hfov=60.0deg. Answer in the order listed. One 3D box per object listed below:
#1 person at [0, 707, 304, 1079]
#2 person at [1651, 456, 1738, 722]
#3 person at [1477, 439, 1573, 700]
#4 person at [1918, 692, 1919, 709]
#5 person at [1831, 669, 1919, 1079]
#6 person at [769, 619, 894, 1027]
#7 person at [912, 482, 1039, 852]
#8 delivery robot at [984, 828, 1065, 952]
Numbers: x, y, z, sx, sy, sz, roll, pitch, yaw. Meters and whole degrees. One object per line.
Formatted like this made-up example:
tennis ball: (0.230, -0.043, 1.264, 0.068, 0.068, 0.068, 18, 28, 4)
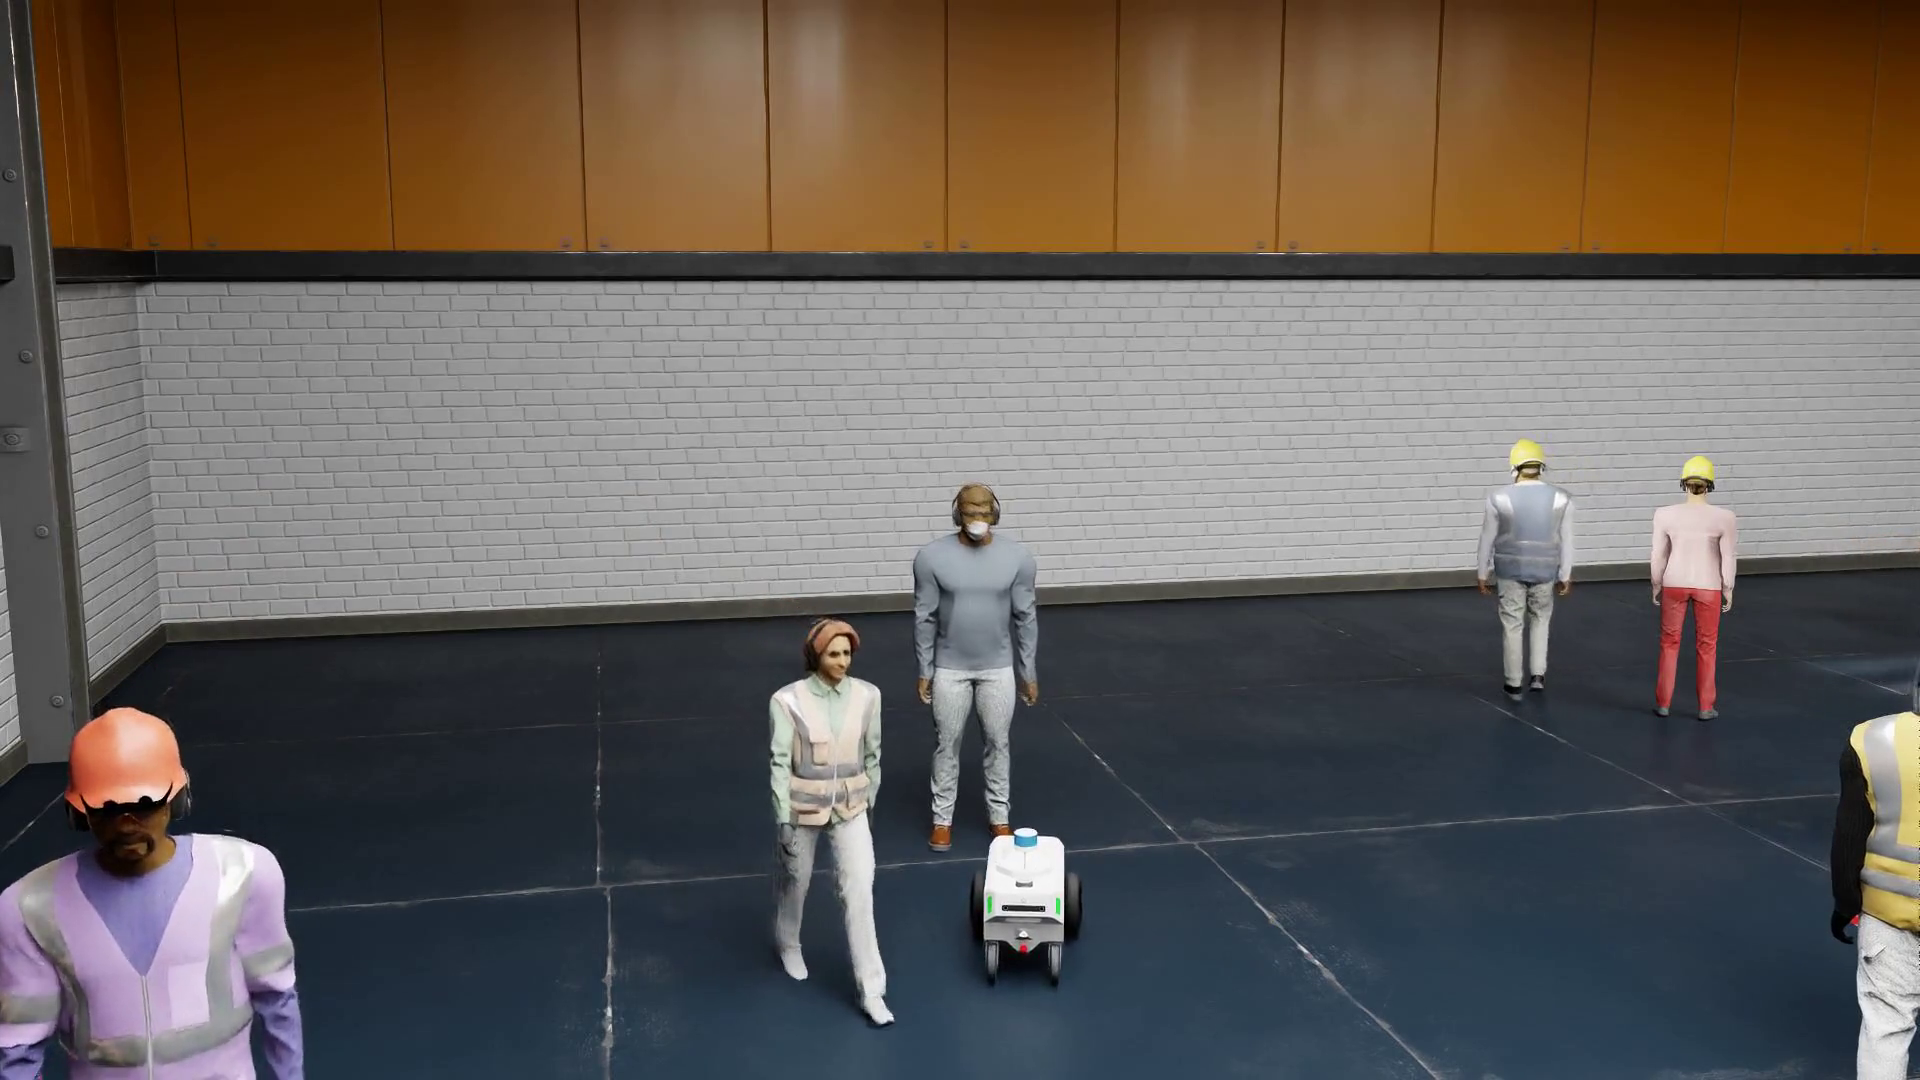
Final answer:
person: (-1.836, 1.384, 3.795, 0.647, 2.017, 0.792, -3, 10, -20)
person: (4.855, 0.323, 11.037, 0.525, 1.772, 0.304, 5, 10, 26)
person: (3.909, 0.209, 11.557, 0.627, 1.819, 0.452, 1, 9, 7)
person: (5.189, 0.801, 8.603, 0.513, 1.607, 0.581, -5, 10, -27)
person: (3.166, 1.216, 5.397, 0.626, 1.835, 0.430, 5, 11, 28)
person: (-0.545, 1.108, 6.783, 0.510, 1.595, 0.864, -4, 10, -23)
person: (0.076, 0.652, 8.535, 0.644, 1.934, 0.368, 0, 9, -2)
delivery robot: (0.285, 1.503, 7.250, 0.477, 0.478, 0.707, 1, 9, 3)
